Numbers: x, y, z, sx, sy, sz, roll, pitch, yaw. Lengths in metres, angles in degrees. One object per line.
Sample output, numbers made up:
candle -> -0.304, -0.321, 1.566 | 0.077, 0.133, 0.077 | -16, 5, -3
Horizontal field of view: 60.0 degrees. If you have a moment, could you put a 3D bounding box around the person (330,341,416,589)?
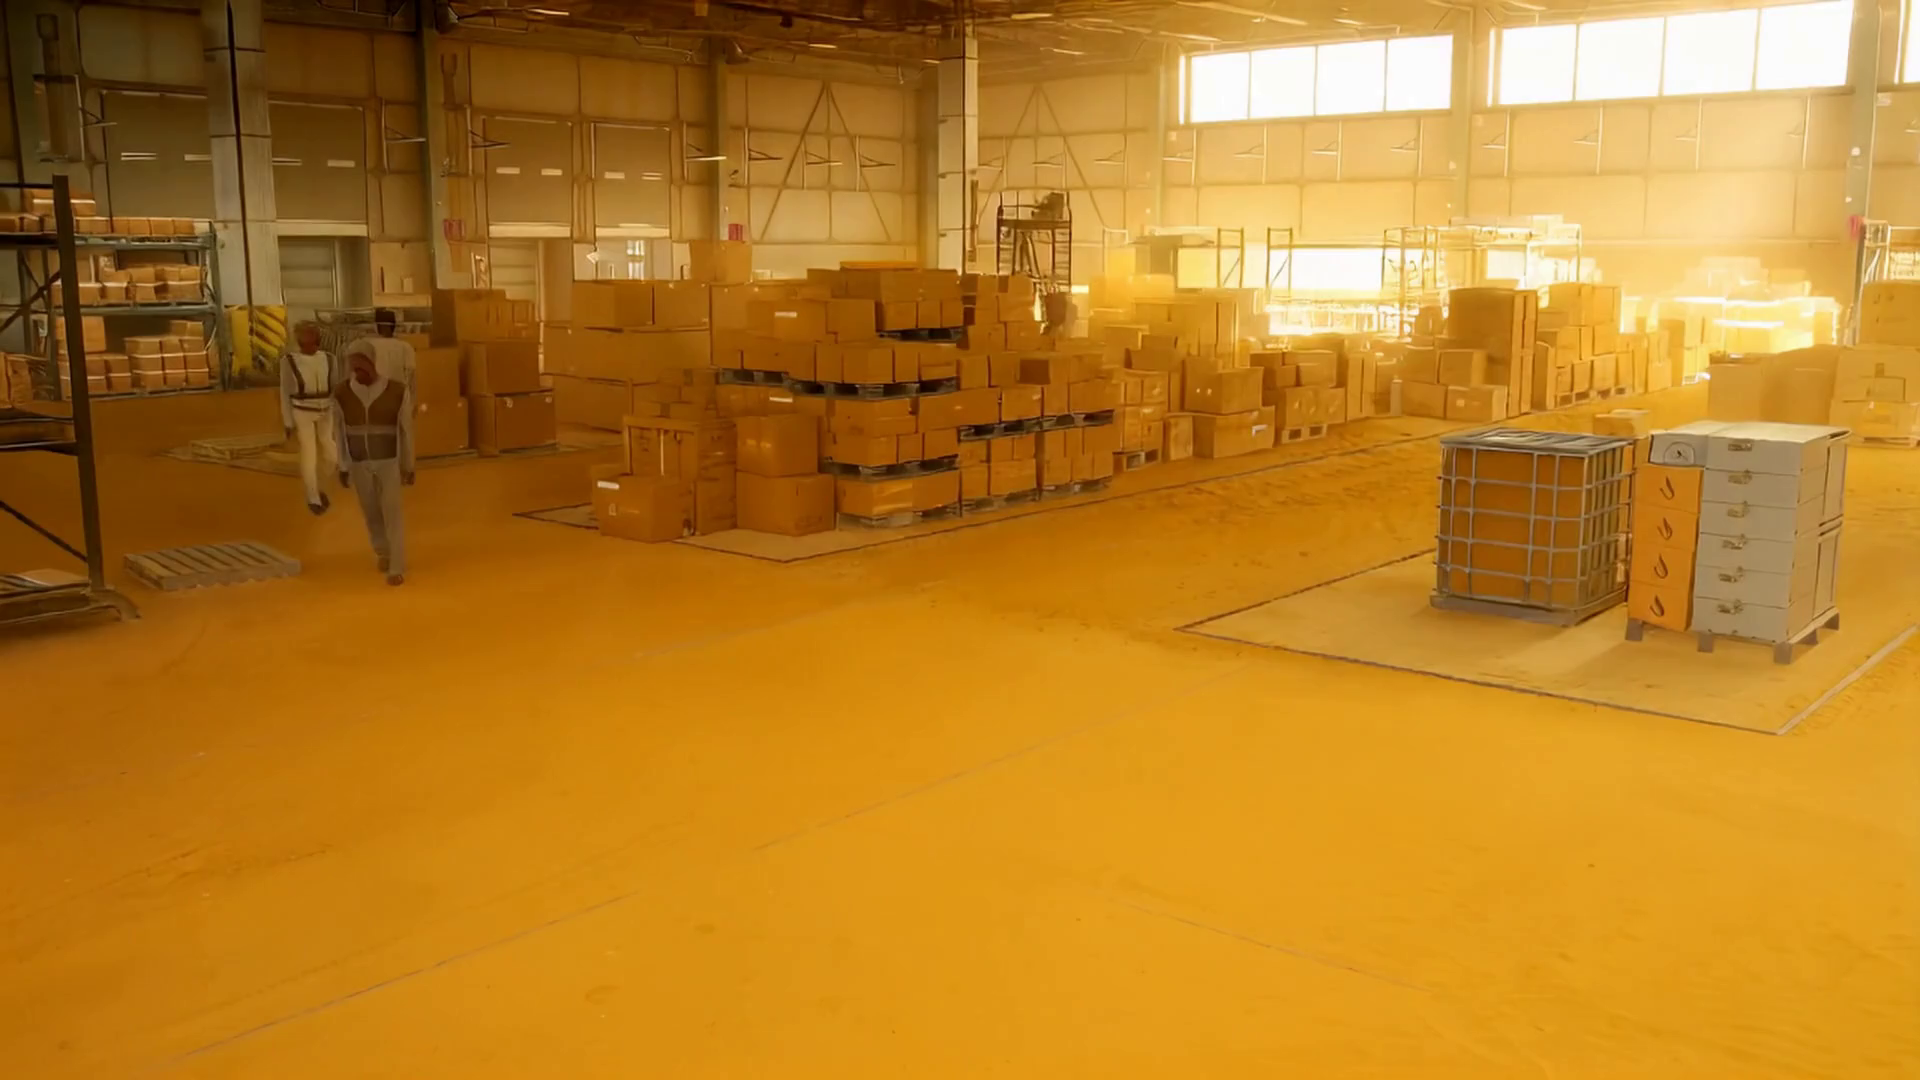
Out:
person -> -4.481, -0.603, 12.762 | 0.588, 1.864, 0.959 | -1, 10, -8

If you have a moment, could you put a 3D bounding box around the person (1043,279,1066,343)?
person -> 2.070, -4.574, 35.233 | 0.924, 1.911, 0.642 | -7, 12, -35

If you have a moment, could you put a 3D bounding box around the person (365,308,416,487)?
person -> -6.116, -1.513, 17.783 | 0.597, 1.913, 0.428 | -2, 10, -11

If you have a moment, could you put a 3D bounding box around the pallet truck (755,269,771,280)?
pallet truck -> -4.996, -6.432, 45.525 | 1.885, 1.965, 0.823 | -6, 12, -32

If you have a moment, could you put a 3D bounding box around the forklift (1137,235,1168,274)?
forklift -> 4.362, -5.533, 37.896 | 1.873, 2.768, 1.129 | 7, 12, 34

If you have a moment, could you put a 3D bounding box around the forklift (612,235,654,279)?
forklift -> -7.300, -5.450, 37.421 | 1.873, 2.768, 1.129 | 8, 13, 40

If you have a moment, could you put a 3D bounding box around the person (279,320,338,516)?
person -> -6.146, -1.153, 15.832 | 0.419, 1.868, 0.610 | 9, 13, 42
